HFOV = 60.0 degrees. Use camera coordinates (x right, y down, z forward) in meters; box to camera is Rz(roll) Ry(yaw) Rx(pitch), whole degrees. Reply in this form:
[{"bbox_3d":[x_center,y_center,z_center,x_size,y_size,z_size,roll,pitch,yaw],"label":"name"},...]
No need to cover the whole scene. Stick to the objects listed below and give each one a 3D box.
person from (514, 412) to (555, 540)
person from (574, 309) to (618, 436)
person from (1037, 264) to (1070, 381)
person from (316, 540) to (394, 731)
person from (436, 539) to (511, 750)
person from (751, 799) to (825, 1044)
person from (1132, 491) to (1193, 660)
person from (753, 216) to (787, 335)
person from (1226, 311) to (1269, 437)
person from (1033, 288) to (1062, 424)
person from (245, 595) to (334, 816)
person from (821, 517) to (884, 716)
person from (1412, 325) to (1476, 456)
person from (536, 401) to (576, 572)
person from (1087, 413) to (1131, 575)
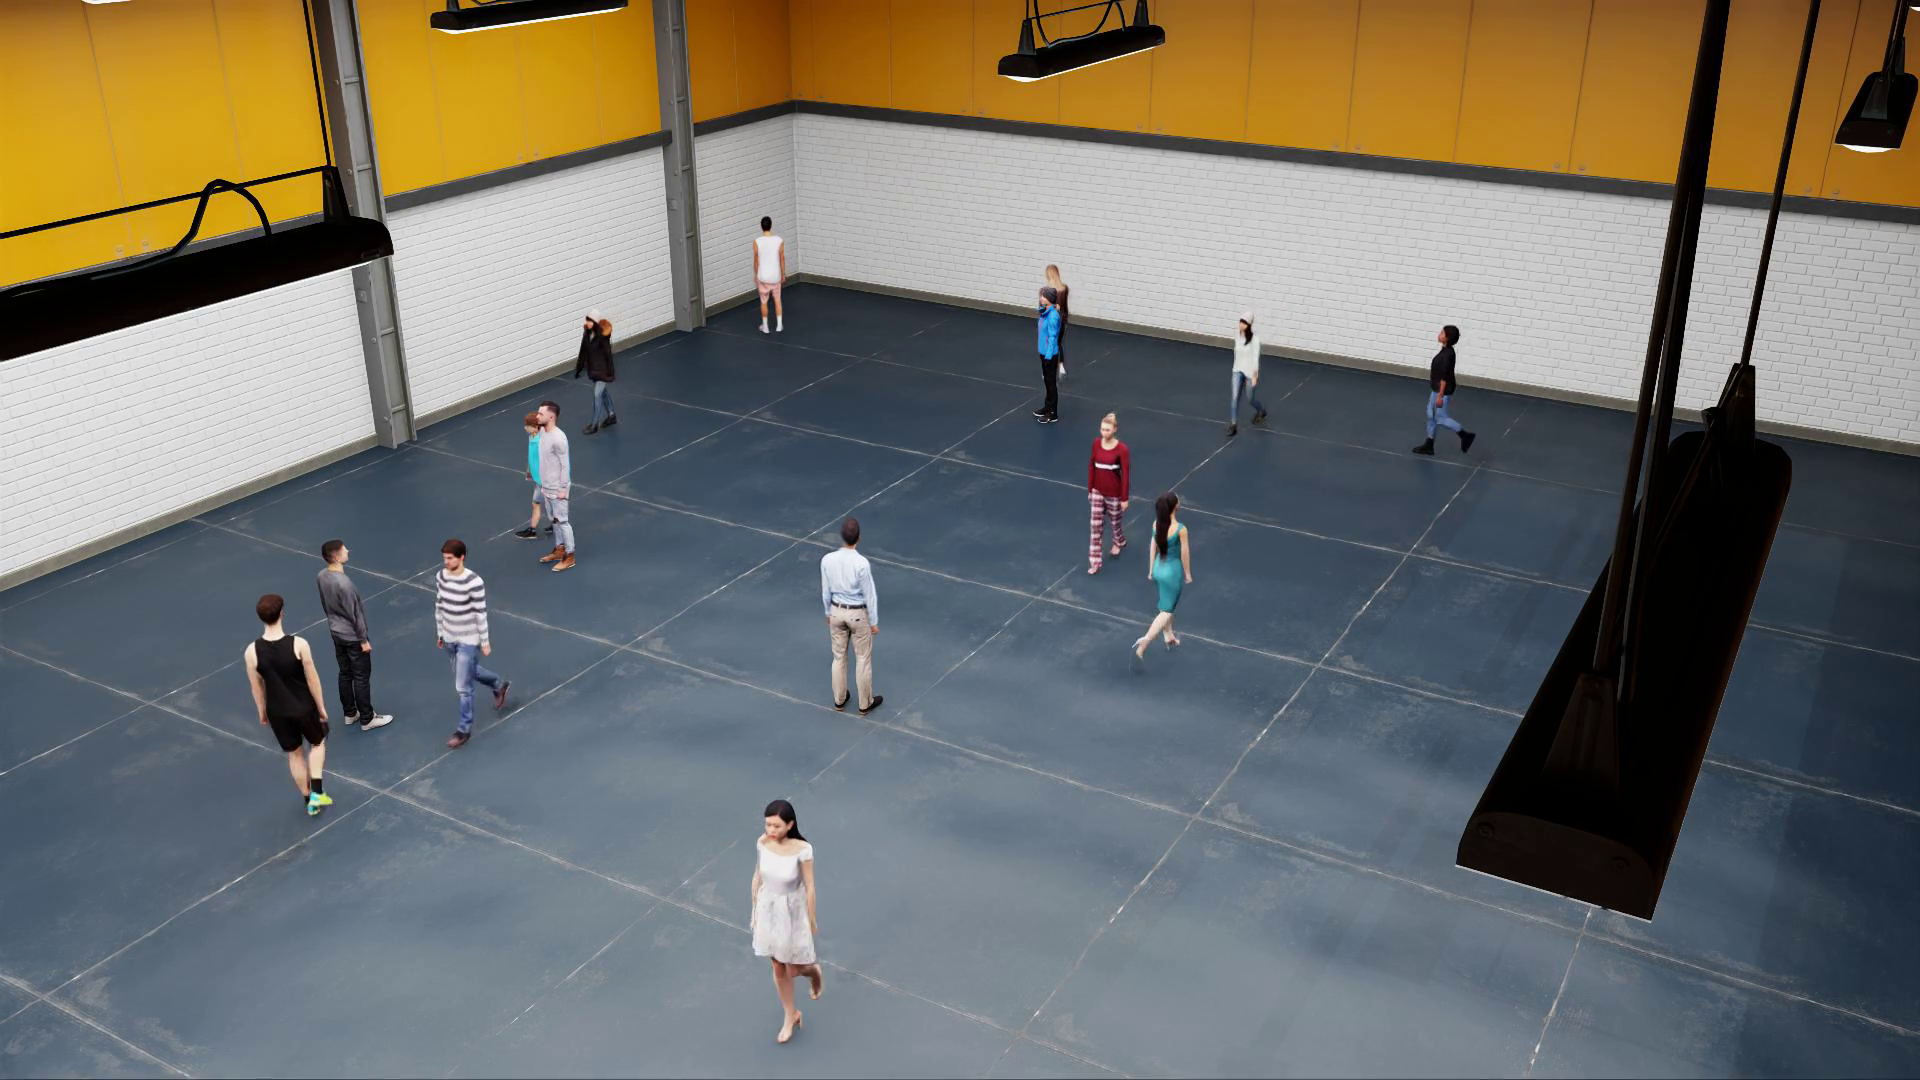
[{"bbox_3d":[-4.543,-0.725,18.364,0.920,1.422,0.800,-11,26,-24],"label":"person"},{"bbox_3d":[-4.617,-2.207,21.522,0.713,1.609,0.923,19,30,36],"label":"person"},{"bbox_3d":[1.336,-2.987,23.204,0.814,1.691,0.870,-9,25,-20],"label":"person"},{"bbox_3d":[-5.301,0.815,14.419,0.629,1.761,0.559,16,28,32],"label":"person"},{"bbox_3d":[-4.226,0.816,14.342,0.639,1.821,1.115,13,27,27],"label":"person"},{"bbox_3d":[-1.090,2.415,10.756,0.642,1.763,0.806,11,26,24],"label":"person"},{"bbox_3d":[1.899,0.372,15.556,1.035,1.662,0.737,-21,31,-39],"label":"person"},{"bbox_3d":[-2.942,-4.076,25.574,0.720,1.788,0.786,-7,25,-15],"label":"person"},{"bbox_3d":[3.713,-2.150,21.377,1.052,1.621,0.733,-19,30,-37],"label":"person"},{"bbox_3d":[1.172,-2.434,21.807,0.751,1.797,0.668,-4,24,-9],"label":"person"},{"bbox_3d":[-5.255,1.362,13.025,0.840,1.875,0.898,-3,24,-8],"label":"person"},{"bbox_3d":[-0.965,0.666,14.645,0.695,1.854,0.664,8,25,17],"label":"person"},{"bbox_3d":[6.037,-1.810,20.518,0.839,1.686,0.957,4,24,9],"label":"person"},{"bbox_3d":[-4.275,-0.596,17.548,0.714,1.840,0.757,-17,29,-34],"label":"person"},{"bbox_3d":[1.599,-0.511,17.586,0.681,1.655,1.034,11,26,24],"label":"person"}]
